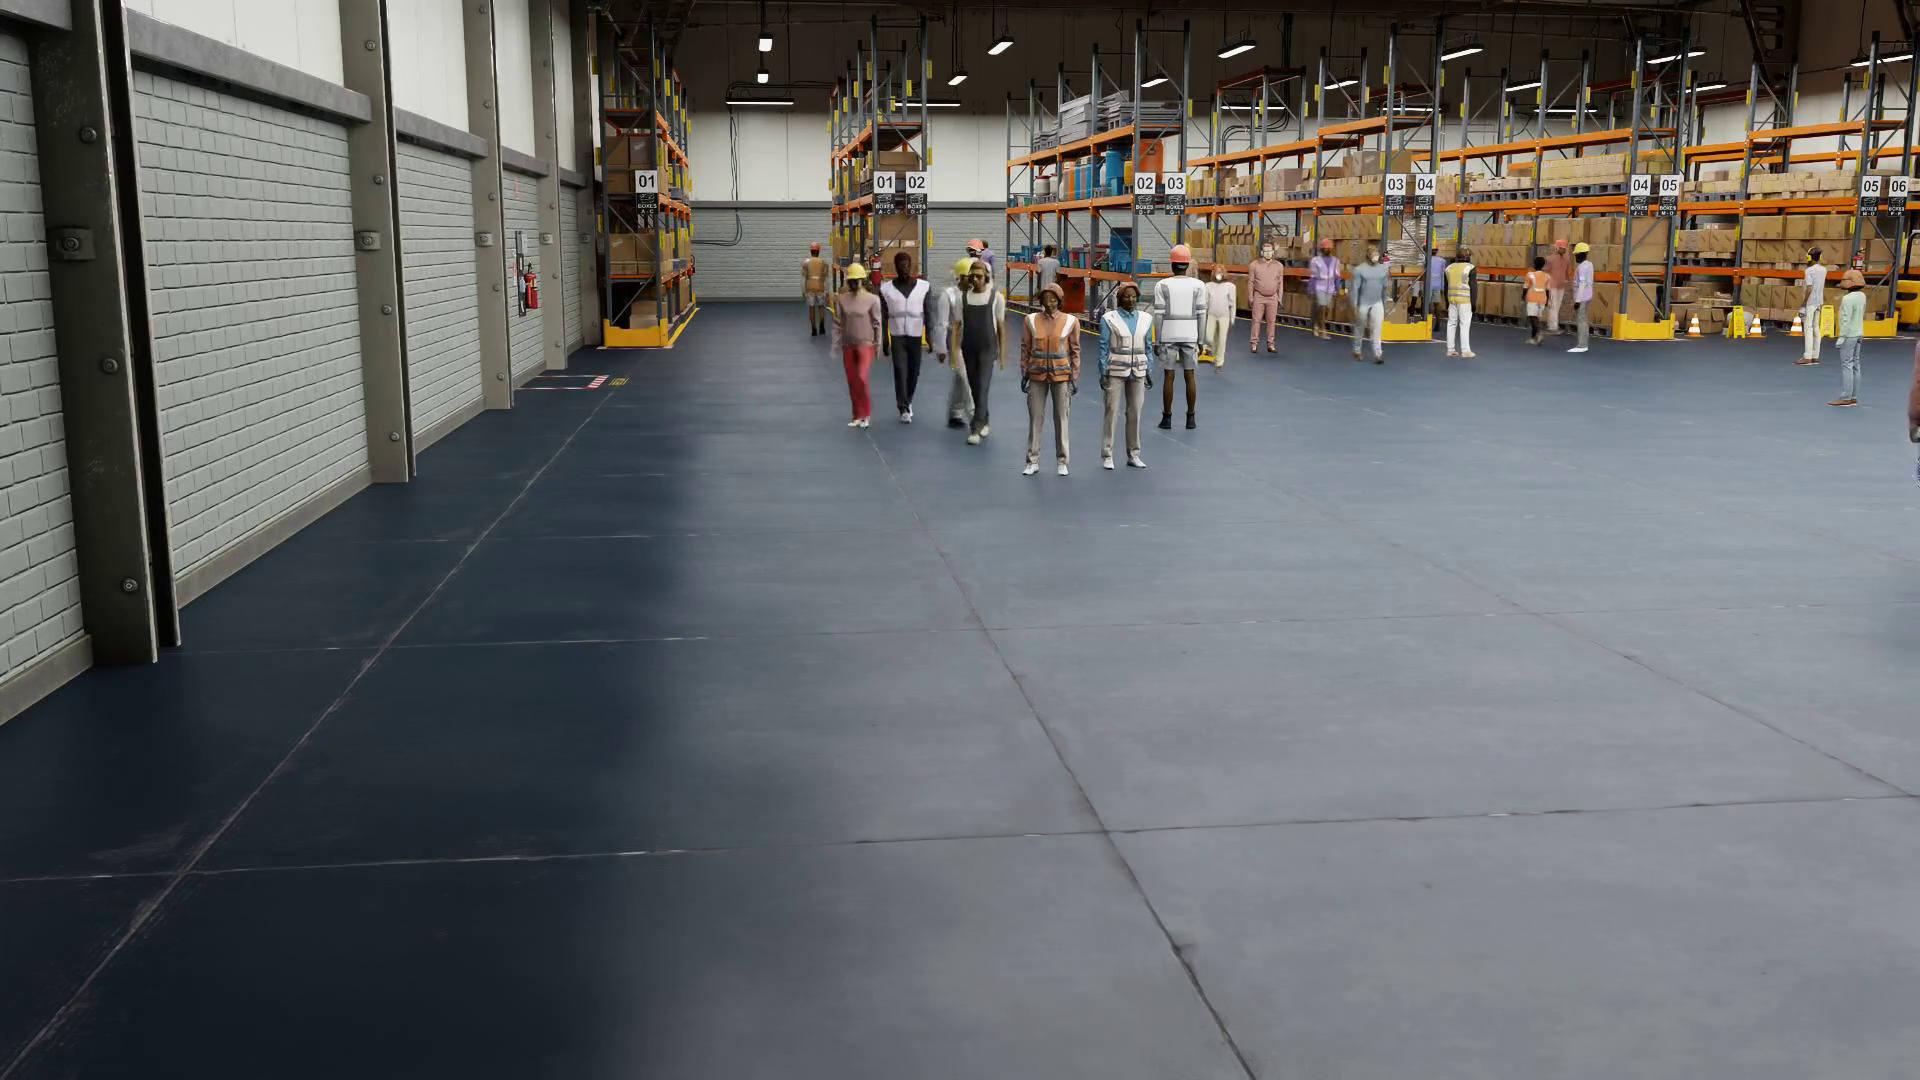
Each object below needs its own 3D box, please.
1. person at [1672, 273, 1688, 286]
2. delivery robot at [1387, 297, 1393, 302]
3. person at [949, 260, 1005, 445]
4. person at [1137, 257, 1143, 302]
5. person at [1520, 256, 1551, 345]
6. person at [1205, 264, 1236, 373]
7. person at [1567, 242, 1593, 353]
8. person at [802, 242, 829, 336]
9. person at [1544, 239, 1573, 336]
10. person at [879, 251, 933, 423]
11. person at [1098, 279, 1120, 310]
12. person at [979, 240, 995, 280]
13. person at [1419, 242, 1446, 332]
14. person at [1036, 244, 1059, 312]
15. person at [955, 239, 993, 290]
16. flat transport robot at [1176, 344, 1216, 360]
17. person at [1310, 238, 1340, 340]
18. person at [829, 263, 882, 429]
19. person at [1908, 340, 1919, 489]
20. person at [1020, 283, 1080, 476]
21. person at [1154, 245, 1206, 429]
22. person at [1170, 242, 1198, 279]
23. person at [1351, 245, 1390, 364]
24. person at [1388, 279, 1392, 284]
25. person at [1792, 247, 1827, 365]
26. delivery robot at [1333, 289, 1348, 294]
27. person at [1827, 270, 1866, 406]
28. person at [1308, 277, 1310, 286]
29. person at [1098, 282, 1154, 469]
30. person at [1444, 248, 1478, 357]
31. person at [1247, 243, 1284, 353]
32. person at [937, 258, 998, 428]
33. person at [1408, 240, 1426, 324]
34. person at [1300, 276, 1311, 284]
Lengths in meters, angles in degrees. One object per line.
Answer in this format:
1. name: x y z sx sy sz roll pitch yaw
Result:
1. person: 18.748 -6.933 43.601 0.690 2.000 0.889 -2 11 -11
2. delivery robot: 11.128 -6.280 43.841 0.477 0.478 0.707 -2 10 -11
3. person: 0.184 -1.877 16.562 0.529 1.803 0.971 3 11 15
4. person: 4.519 -6.607 42.385 0.430 1.837 0.705 2 11 12
5. person: 10.787 -4.455 31.026 0.537 1.670 0.719 -3 11 -15
6. person: 3.859 -3.306 24.848 0.527 1.615 0.386 3 11 18
7. person: 10.914 -4.259 29.260 0.386 1.922 0.594 6 12 31
8. person: -2.978 -5.163 34.229 0.556 1.916 0.506 -1 10 -8
9. person: 12.328 -5.164 34.090 0.650 1.965 0.809 -3 11 -18
10. person: -0.609 -2.261 18.463 0.587 1.879 0.957 -2 11 -11
11. person: 3.855 -6.712 42.957 0.621 1.837 0.429 0 10 1
12. person: 0.699 -7.705 48.111 0.634 1.937 0.355 1 10 7
13. person: 10.090 -5.419 35.594 0.551 1.932 0.378 -2 10 -10
14. person: 1.903 -5.468 36.046 0.533 1.868 0.310 -2 11 -12
15. person: 0.232 -3.728 26.170 0.612 1.990 0.392 4 11 20
16. flat transport robot: 3.822 -3.124 27.574 0.652 0.197 1.431 0 10 0
17. person: 7.203 -4.977 32.983 0.622 2.017 0.887 -2 11 -13
18. person: -1.110 -2.050 17.652 0.536 1.750 0.551 4 11 23
19. person: 6.321 -0.758 10.561 0.529 1.748 0.598 1 10 8
20. person: 0.764 -1.363 14.166 0.512 1.640 0.311 2 11 11
21. person: 2.313 -2.135 17.565 0.551 1.942 0.345 0 10 -1
22. person: 4.662 -5.233 34.628 0.591 1.911 0.673 -2 10 -9
23. person: 6.612 -3.801 26.856 0.643 1.889 1.045 -1 10 -5
24. person: 12.313 -7.666 48.130 0.510 1.860 0.334 -5 11 -23
25. person: 13.556 -3.724 26.497 0.518 1.865 0.329 -6 12 -32
26. delivery robot: 11.443 -7.304 49.453 0.707 0.478 0.477 -1 10 -7
27. person: 10.678 -2.420 19.975 0.498 1.634 0.280 -9 13 -40
28. person: 10.494 -7.785 49.271 0.545 1.663 0.758 1 10 8
29. person: 1.454 -1.437 14.573 0.523 1.638 0.310 -3 11 -18
30. person: 8.498 -4.022 28.191 0.430 1.845 0.622 -8 13 -36
31. person: 5.361 -4.233 29.170 0.643 1.909 0.409 -1 10 -5
32. person: 0.124 -2.033 17.401 0.615 1.788 0.883 -8 13 -39
33. person: 10.463 -5.852 37.695 0.605 2.033 0.392 -1 10 -4
34. person: 8.730 -6.710 42.567 0.623 1.976 0.507 -1 10 -5
